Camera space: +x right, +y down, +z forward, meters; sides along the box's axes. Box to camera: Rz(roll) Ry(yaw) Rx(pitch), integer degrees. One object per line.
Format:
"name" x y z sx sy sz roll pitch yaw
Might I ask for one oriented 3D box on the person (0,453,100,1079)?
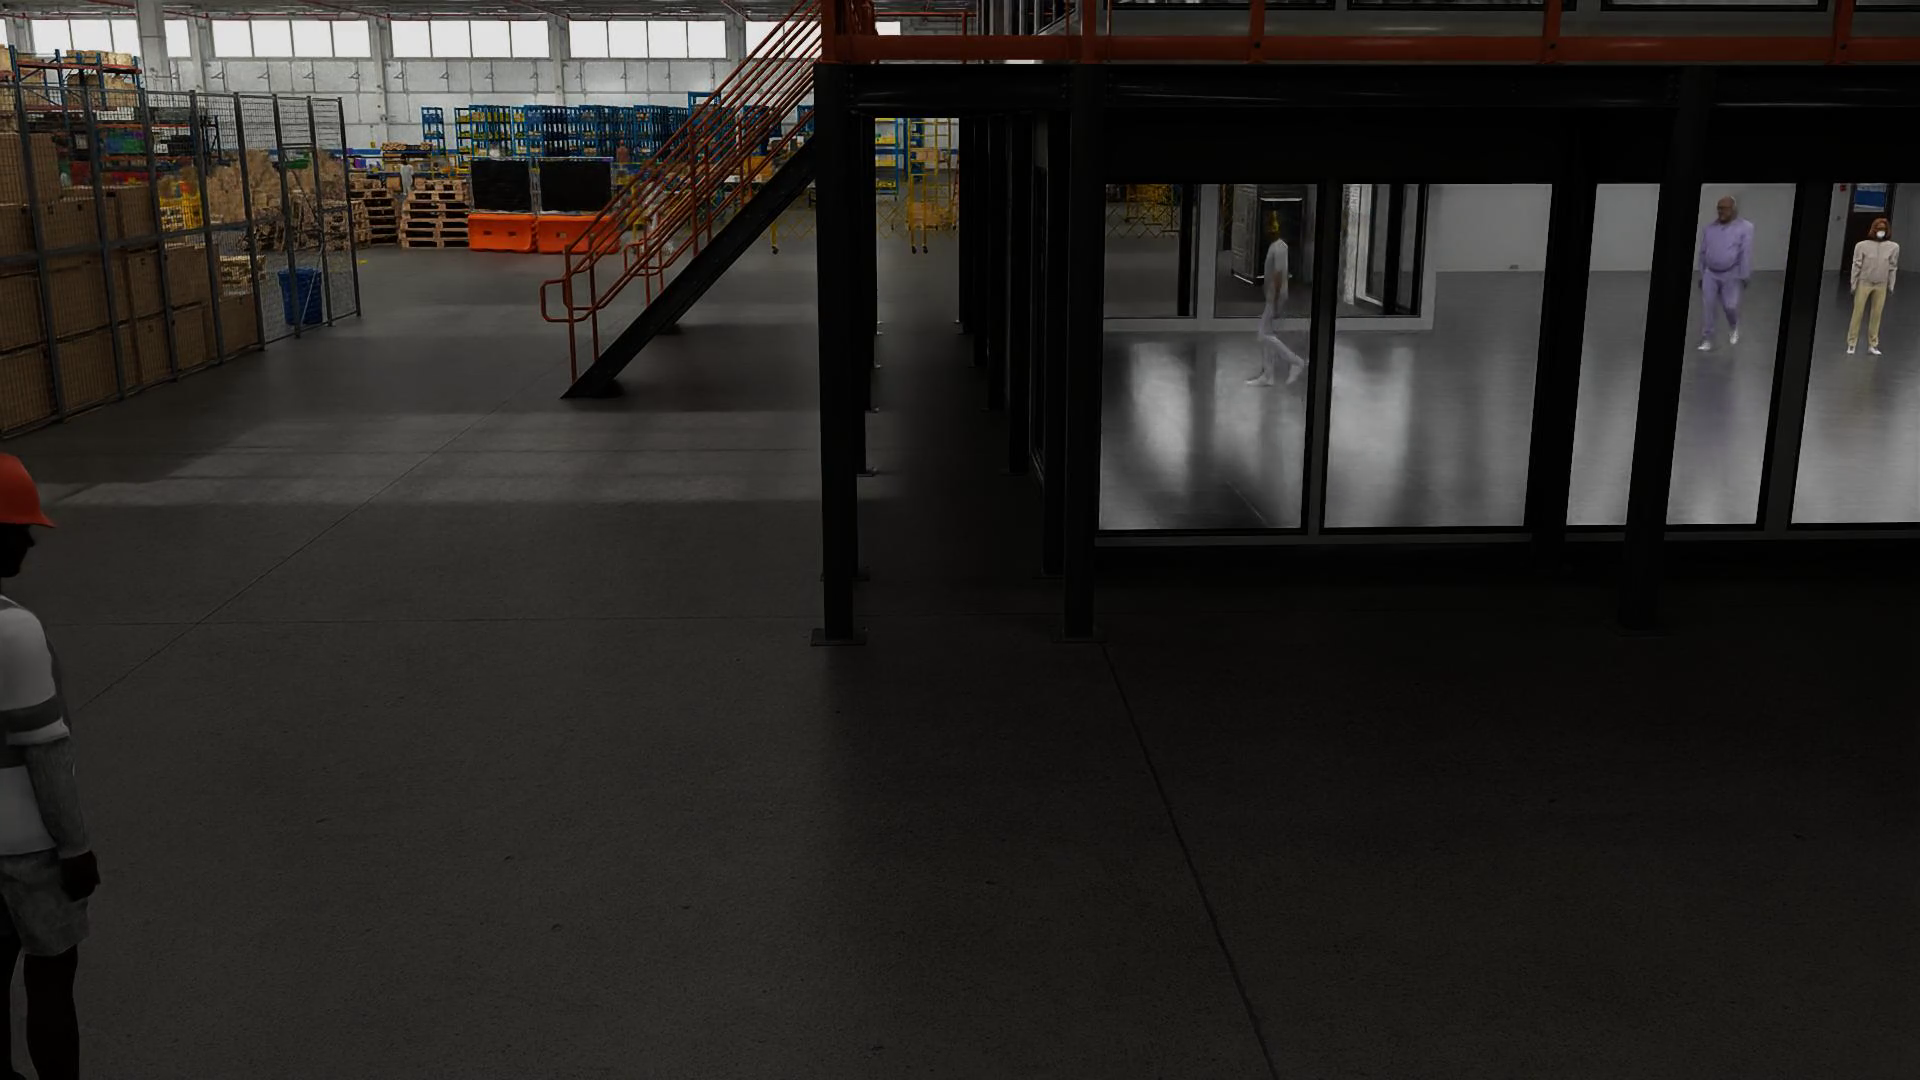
"person" -2.466 0.727 4.360 0.543 1.928 0.373 7 16 25

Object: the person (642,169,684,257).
"person" -6.240 -6.781 34.567 0.982 1.839 0.594 3 14 13

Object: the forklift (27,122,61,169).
"forklift" -35.376 -14.773 64.377 1.129 2.768 1.873 -1 14 -2

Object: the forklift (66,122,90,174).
"forklift" -38.628 -16.991 73.245 1.129 2.768 1.873 -1 14 -2

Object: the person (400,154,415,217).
"person" -16.389 -10.490 49.311 0.514 1.871 0.327 6 15 24

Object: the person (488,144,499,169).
"person" -21.269 -17.110 75.811 1.017 1.852 0.670 5 15 21

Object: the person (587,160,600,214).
"person" -10.180 -9.641 46.148 0.328 1.761 0.527 -5 15 -19

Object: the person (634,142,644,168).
"person" -16.235 -19.199 84.172 0.566 1.842 0.389 -10 17 -36

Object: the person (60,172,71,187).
"person" -20.451 -7.638 37.562 0.692 2.000 0.535 -1 14 -5

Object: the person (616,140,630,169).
"person" -15.755 -17.670 77.749 0.609 1.996 0.379 -7 15 -25
